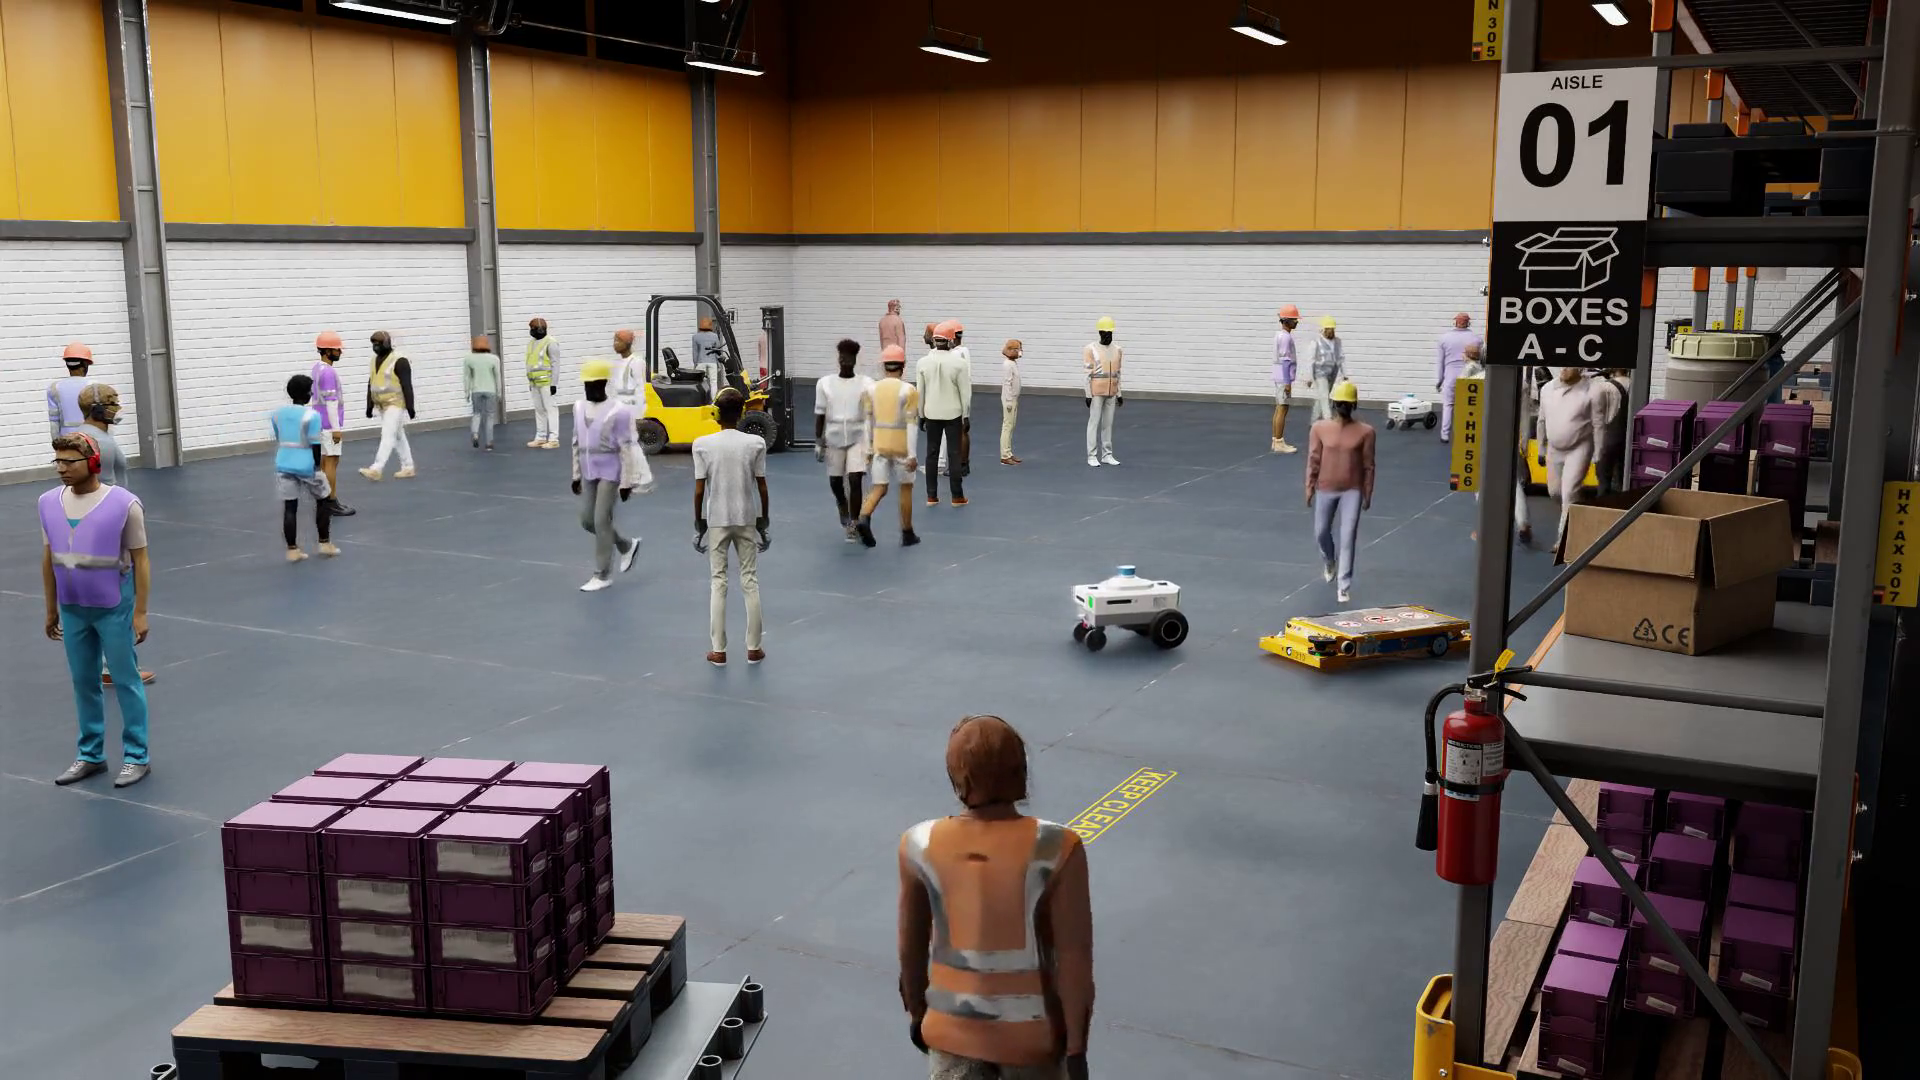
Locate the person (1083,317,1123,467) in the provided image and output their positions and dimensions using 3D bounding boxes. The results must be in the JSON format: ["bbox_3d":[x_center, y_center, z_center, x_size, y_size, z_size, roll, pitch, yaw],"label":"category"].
[{"bbox_3d":[1.860,-1.915,21.487,0.586,1.928,0.364,-6,12,-32],"label":"person"}]

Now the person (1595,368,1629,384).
[{"bbox_3d":[8.957,-2.084,22.791,0.423,1.819,0.598,-10,14,-44],"label":"person"}]

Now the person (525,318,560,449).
[{"bbox_3d":[-5.882,-2.204,23.425,0.624,1.839,0.430,9,13,42],"label":"person"}]

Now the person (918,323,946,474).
[{"bbox_3d":[-0.321,-1.754,20.681,0.356,1.884,0.574,-2,10,-9],"label":"person"}]

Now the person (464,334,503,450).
[{"bbox_3d":[-6.628,-2.048,23.141,0.506,1.622,0.390,-1,10,-4],"label":"person"}]

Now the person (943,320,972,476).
[{"bbox_3d":[-0.053,-1.747,20.489,0.379,1.937,0.548,2,10,13],"label":"person"}]

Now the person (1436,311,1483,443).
[{"bbox_3d":[7.215,-2.337,23.999,0.645,1.909,0.404,4,11,22],"label":"person"}]

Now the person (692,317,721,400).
[{"bbox_3d":[-4.402,-3.055,28.941,0.500,1.633,0.280,-1,10,-5],"label":"person"}]

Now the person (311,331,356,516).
[{"bbox_3d":[-6.580,-1.220,17.437,0.375,1.935,0.551,-6,12,-33],"label":"person"}]

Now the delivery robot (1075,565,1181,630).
[{"bbox_3d":[1.171,0.423,11.654,0.707,0.478,0.477,-3,10,-15],"label":"delivery robot"}]

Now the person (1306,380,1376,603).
[{"bbox_3d":[3.052,-0.413,13.319,0.536,1.751,0.693,3,10,19],"label":"person"}]

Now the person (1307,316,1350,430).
[{"bbox_3d":[5.613,-2.493,25.247,0.613,1.780,0.931,-6,12,-31],"label":"person"}]

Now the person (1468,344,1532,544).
[{"bbox_3d":[5.064,-0.893,15.646,0.655,1.913,0.696,-1,10,-4],"label":"person"}]

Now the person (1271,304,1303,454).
[{"bbox_3d":[4.491,-2.211,22.868,0.376,2.041,0.615,1,10,4],"label":"person"}]

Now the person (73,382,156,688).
[{"bbox_3d":[-5.439,-0.035,10.573,0.379,1.940,0.629,-7,12,-37],"label":"person"}]

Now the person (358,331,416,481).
[{"bbox_3d":[-6.981,-1.603,20.066,0.641,1.795,0.934,7,12,37],"label":"person"}]

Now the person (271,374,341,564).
[{"bbox_3d":[-5.844,-0.640,14.858,0.537,1.670,0.643,2,10,13],"label":"person"}]

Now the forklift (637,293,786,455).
[{"bbox_3d":[-3.588,-2.317,23.042,2.313,2.155,1.214,-1,10,-5],"label":"forklift"}]

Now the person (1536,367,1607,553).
[{"bbox_3d":[5.701,-0.839,15.431,0.785,1.881,0.663,-8,13,-40],"label":"person"}]

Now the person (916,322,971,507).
[{"bbox_3d":[-0.173,-1.356,18.054,0.611,1.995,0.379,3,10,17],"label":"person"}]

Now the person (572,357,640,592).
[{"bbox_3d":[-2.900,-0.555,13.664,0.608,1.909,0.660,7,12,35],"label":"person"}]

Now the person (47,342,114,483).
[{"bbox_3d":[-8.064,-0.852,15.333,0.543,1.928,0.371,-2,10,-9],"label":"person"}]

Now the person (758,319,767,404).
[{"bbox_3d":[-3.059,-2.746,26.788,0.321,1.761,0.522,-7,12,-34],"label":"person"}]

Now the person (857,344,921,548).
[{"bbox_3d":[-0.668,-0.851,15.412,0.563,1.910,0.774,5,11,26],"label":"person"}]

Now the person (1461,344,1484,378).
[{"bbox_3d":[6.366,-1.618,20.660,0.340,1.620,0.664,7,12,35],"label":"person"}]

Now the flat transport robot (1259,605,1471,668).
[{"bbox_3d":[2.838,0.648,11.439,1.431,0.197,0.652,-5,11,-26],"label":"flat transport robot"}]

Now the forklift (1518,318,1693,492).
[{"bbox_3d":[7.066,-1.601,18.899,2.313,2.155,1.214,5,11,27],"label":"forklift"}]

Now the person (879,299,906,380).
[{"bbox_3d":[-1.182,-3.400,30.147,0.407,1.910,0.638,-8,13,-39],"label":"person"}]

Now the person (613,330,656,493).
[{"bbox_3d":[-3.758,-1.461,19.034,0.407,1.879,0.625,-5,11,-25],"label":"person"}]

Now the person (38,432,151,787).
[{"bbox_3d":[-4.442,0.354,8.589,0.567,1.844,0.375,2,10,9],"label":"person"}]

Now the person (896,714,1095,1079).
[{"bbox_3d":[0.086,1.239,4.179,0.525,1.582,0.750,2,10,13],"label":"person"}]

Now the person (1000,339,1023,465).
[{"bbox_3d":[0.673,-1.796,21.650,0.266,1.631,0.507,2,10,11],"label":"person"}]

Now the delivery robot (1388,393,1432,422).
[{"bbox_3d":[7.017,-2.043,25.929,0.707,0.478,0.477,-7,12,-34],"label":"delivery robot"}]

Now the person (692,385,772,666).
[{"bbox_3d":[-1.525,-0.092,11.103,0.532,1.870,0.321,-2,10,-12],"label":"person"}]

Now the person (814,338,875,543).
[{"bbox_3d":[-1.088,-0.980,16.063,0.619,1.935,0.853,0,10,1],"label":"person"}]

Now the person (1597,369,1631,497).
[{"bbox_3d":[6.307,-0.922,16.021,0.527,1.832,0.461,-2,10,-9],"label":"person"}]
